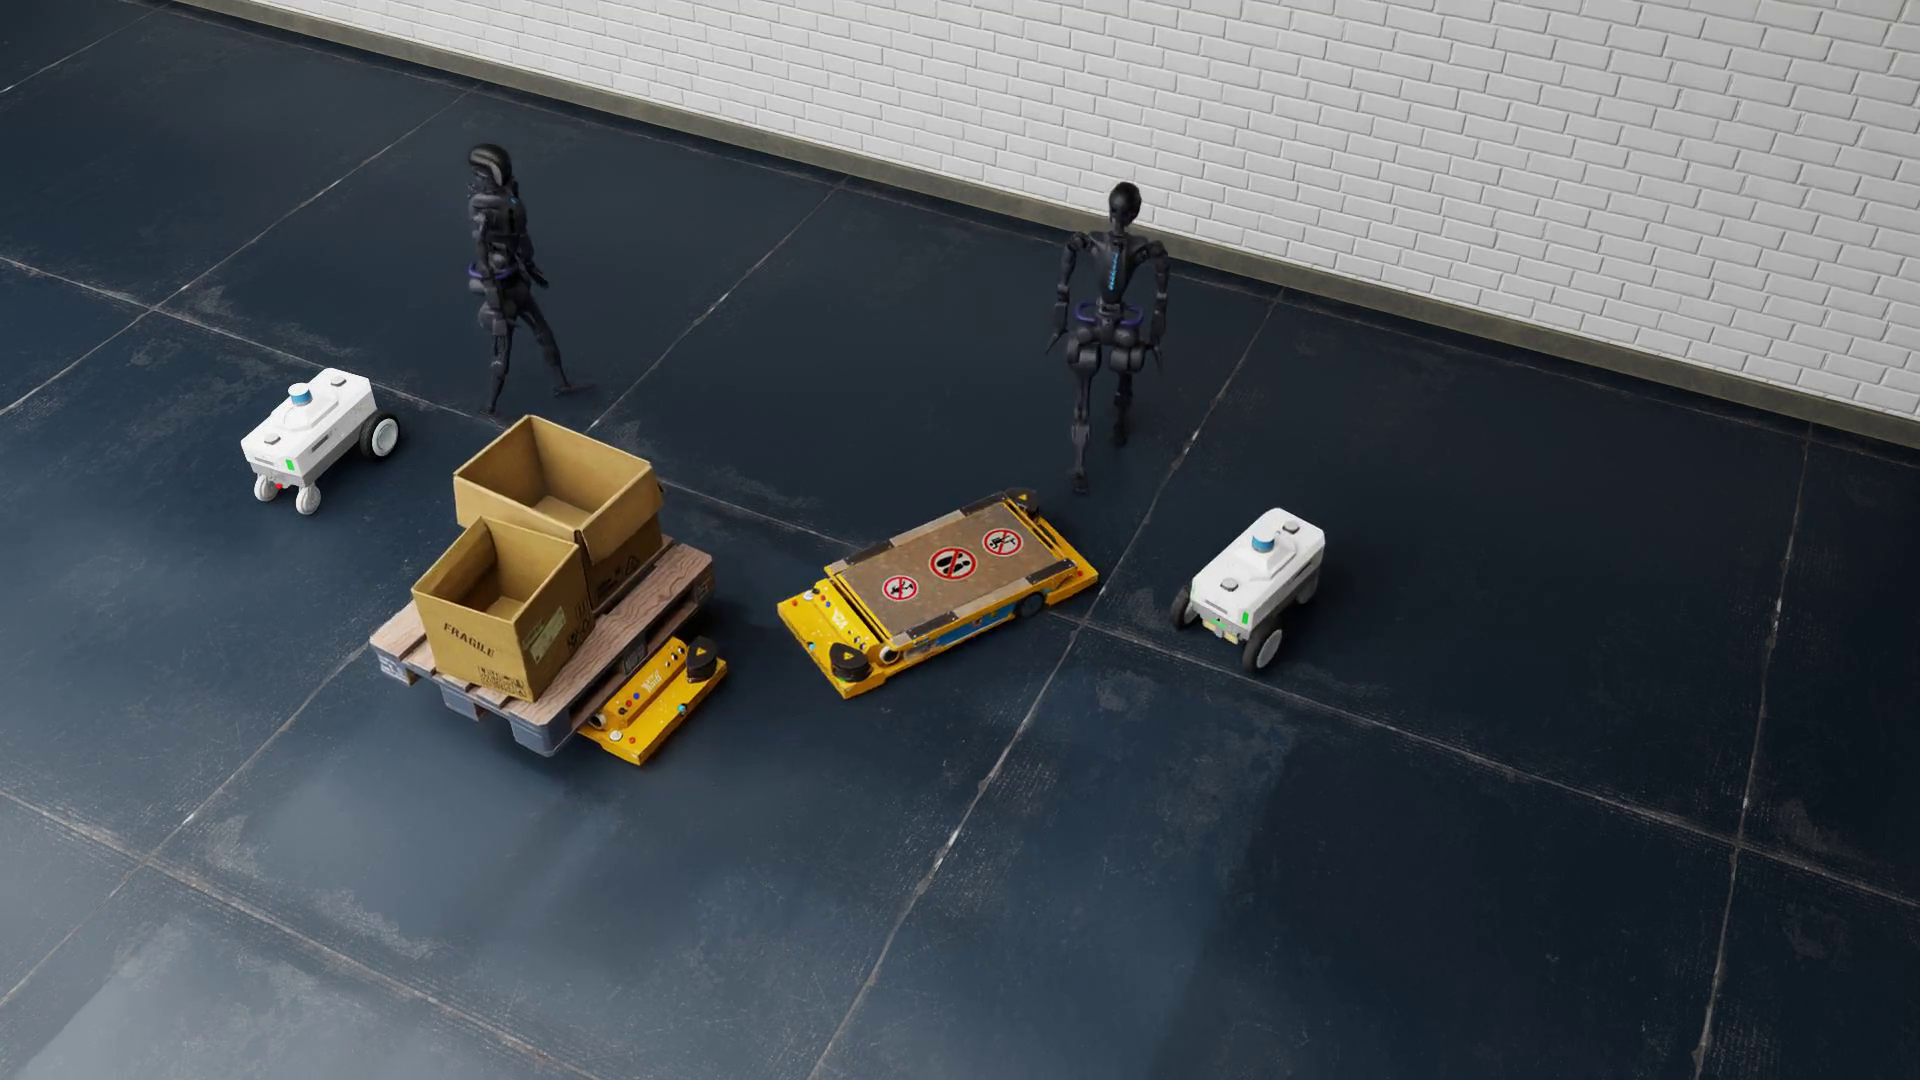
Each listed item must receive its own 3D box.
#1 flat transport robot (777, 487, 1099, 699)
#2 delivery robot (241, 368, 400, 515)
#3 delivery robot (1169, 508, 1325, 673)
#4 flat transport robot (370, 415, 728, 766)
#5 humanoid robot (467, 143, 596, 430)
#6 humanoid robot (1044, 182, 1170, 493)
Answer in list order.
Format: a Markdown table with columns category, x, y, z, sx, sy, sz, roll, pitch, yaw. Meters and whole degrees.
| category | x | y | z | sx | sy | sz | roll | pitch | yaw |
| --- | --- | --- | --- | --- | --- | --- | --- | --- | --- |
| flat transport robot | -0.098 | 0.228 | 8.010 | 1.431 | 0.231 | 0.659 | -24 | 48 | -23 |
| delivery robot | -3.347 | -0.560 | 8.655 | 0.499 | 0.603 | 0.794 | 16 | 45 | 17 |
| delivery robot | 1.387 | 0.203 | 7.834 | 0.499 | 0.606 | 0.807 | 31 | 51 | 29 |
| flat transport robot | -1.850 | 0.498 | 7.717 | 1.431 | 0.231 | 0.659 | 22 | 47 | 22 |
| humanoid robot | -2.384 | -1.325 | 8.675 | 0.537 | 1.637 | 0.590 | 4 | 43 | 4 |
| humanoid robot | 0.729 | -1.044 | 8.377 | 0.608 | 1.635 | 0.660 | 5 | 43 | 5 |
